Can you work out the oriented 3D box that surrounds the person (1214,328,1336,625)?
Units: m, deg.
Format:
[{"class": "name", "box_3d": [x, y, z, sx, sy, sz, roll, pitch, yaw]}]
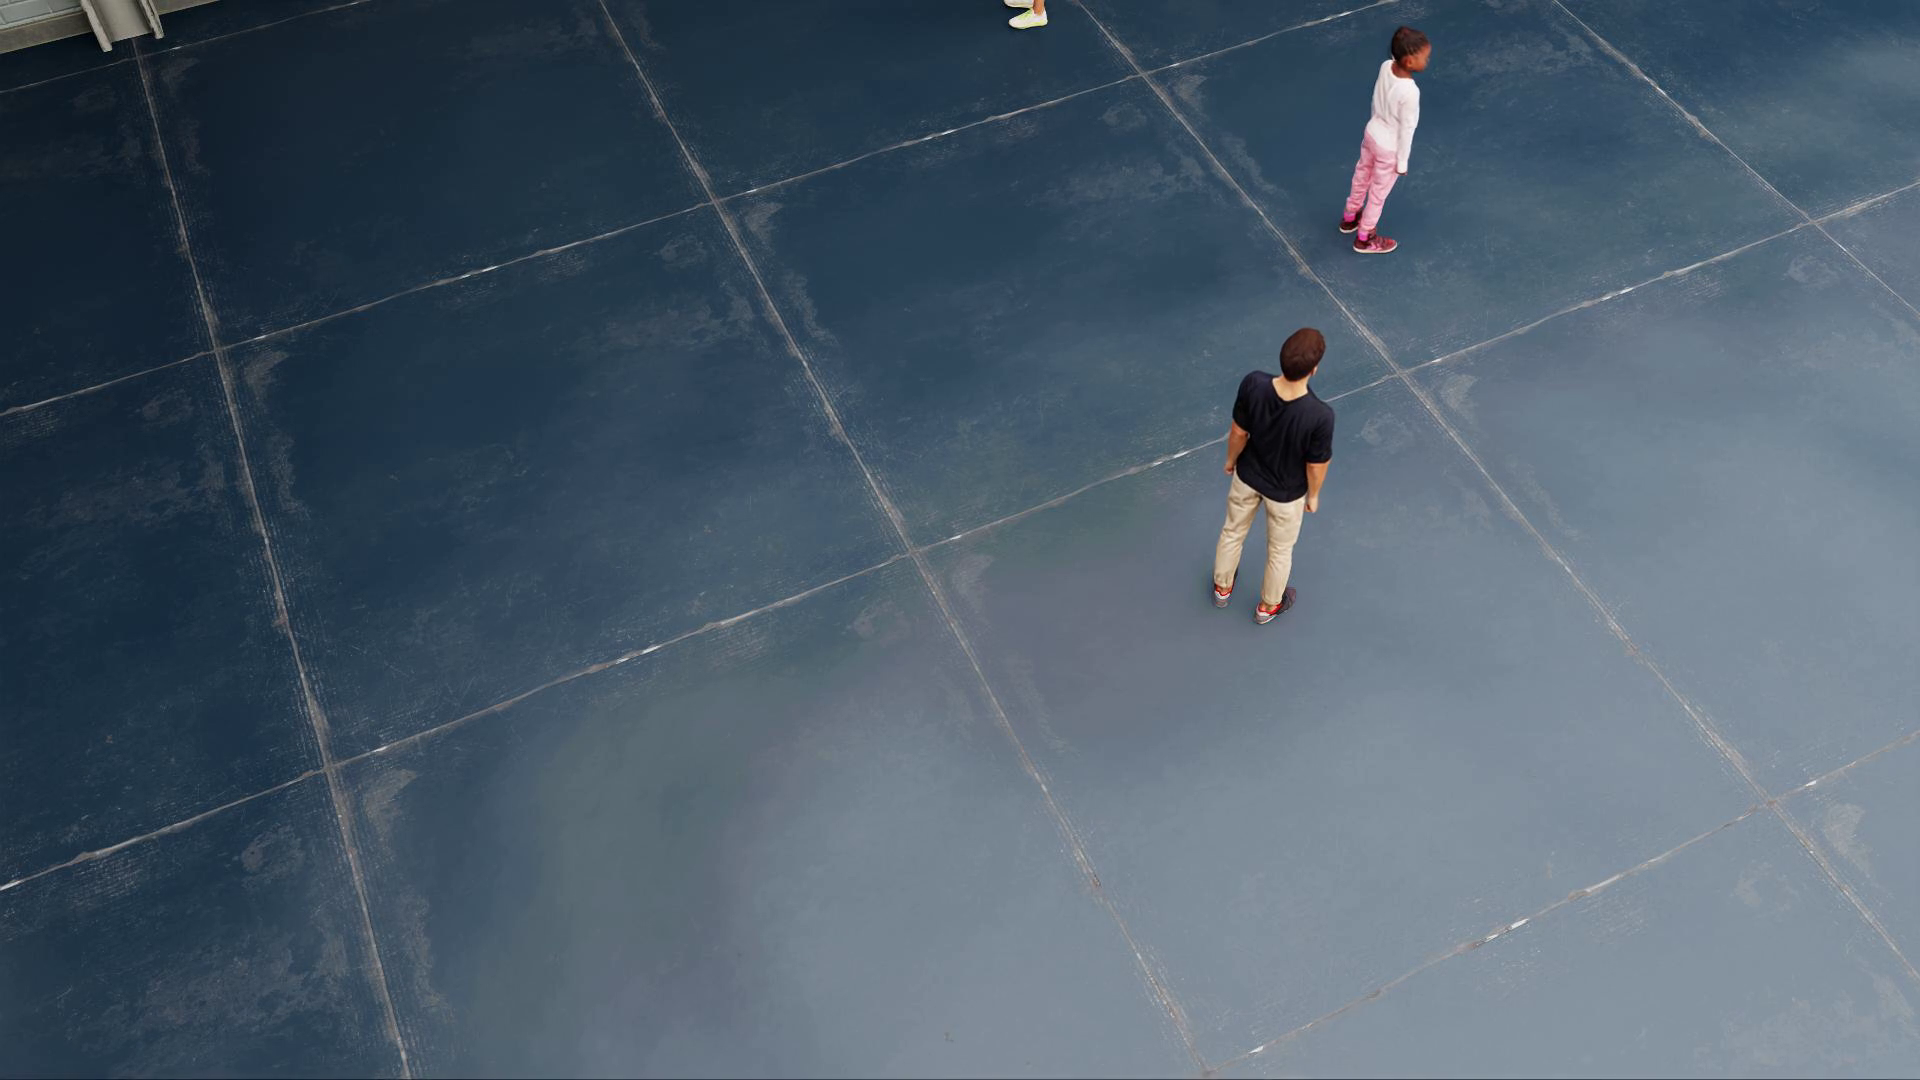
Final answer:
[{"class": "person", "box_3d": [1.436, -0.277, 7.656, 0.708, 1.858, 0.713, 27, 57, 20]}]

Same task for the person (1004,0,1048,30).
[{"class": "person", "box_3d": [0.463, -4.133, 10.686, 0.651, 1.790, 0.654, -2, 52, -2]}]

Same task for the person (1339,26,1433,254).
[{"class": "person", "box_3d": [2.428, -2.284, 9.470, 0.531, 1.447, 0.575, -13, 53, -10]}]
